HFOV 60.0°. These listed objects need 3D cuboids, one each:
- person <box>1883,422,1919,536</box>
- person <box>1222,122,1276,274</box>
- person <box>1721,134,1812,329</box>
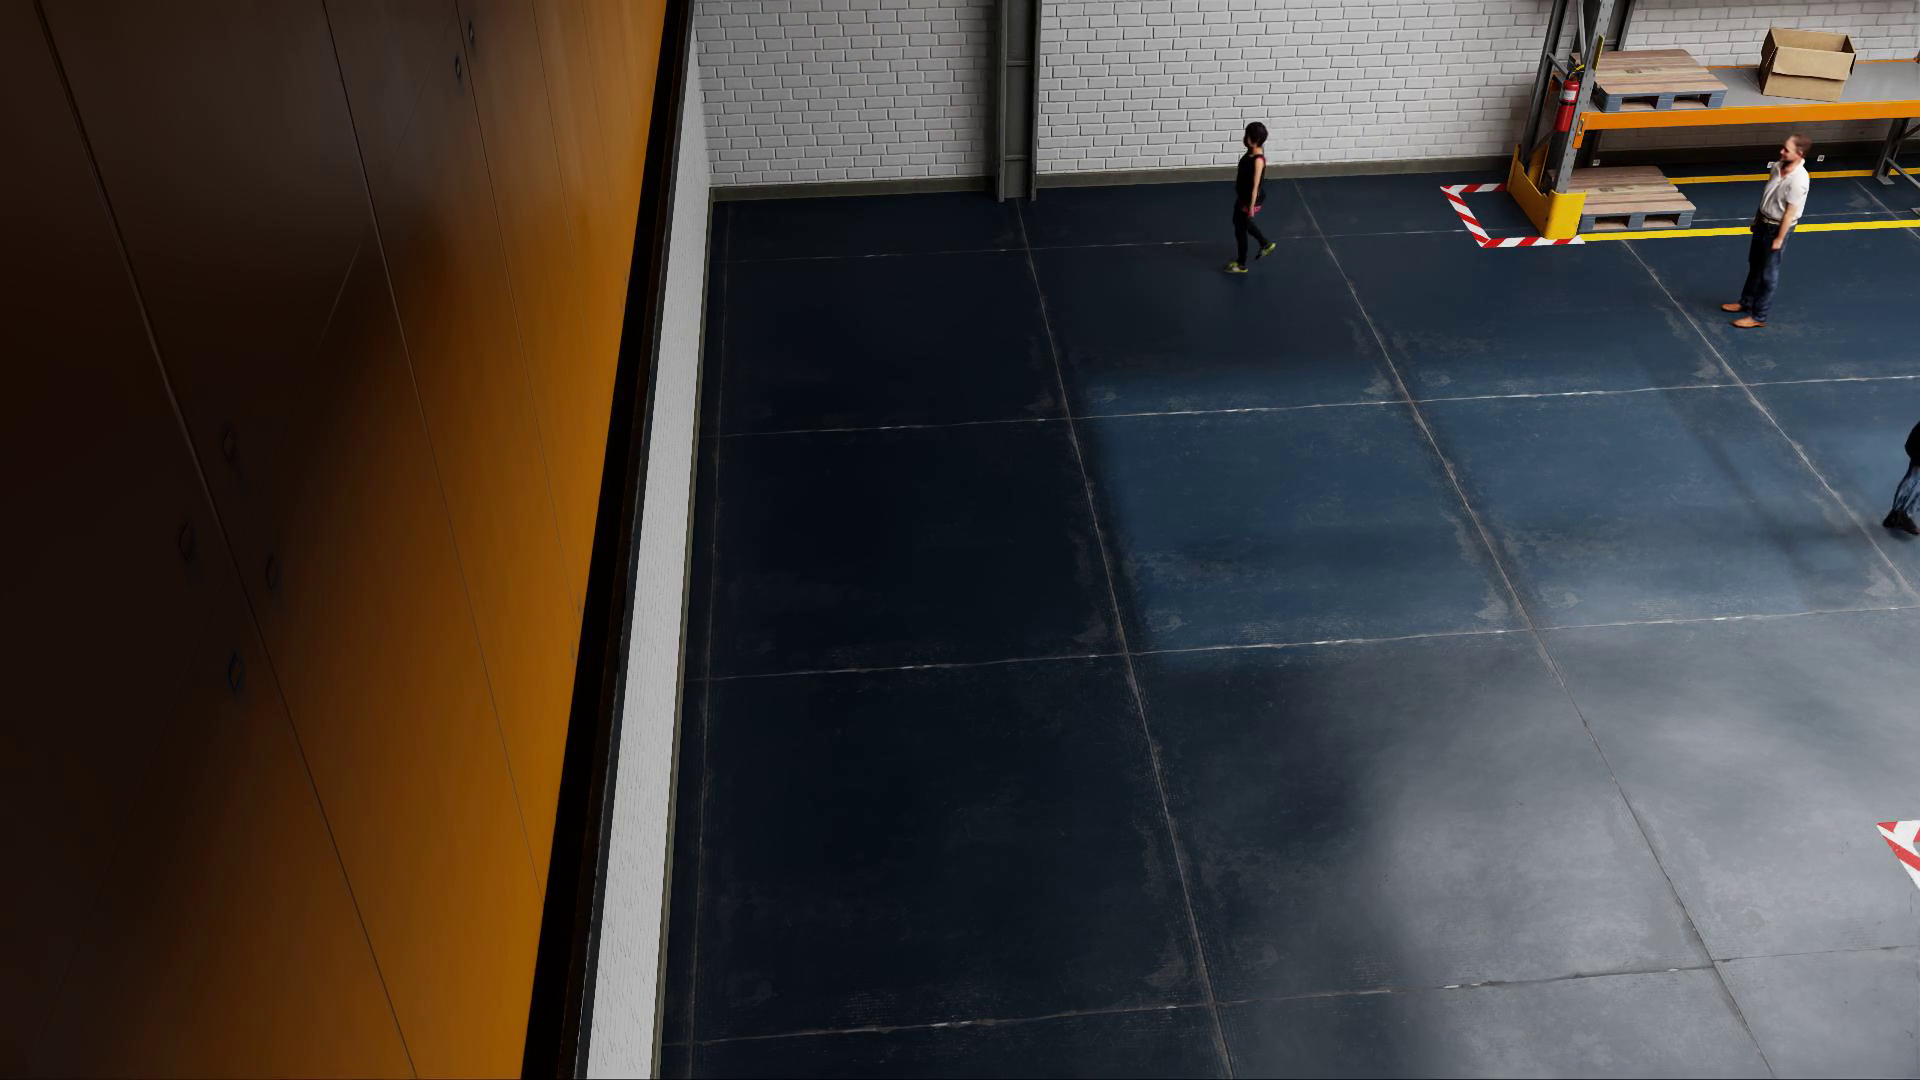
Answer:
[{"bbox_3d":[7.313,-0.734,12.589,0.586,1.628,0.617,-4,39,-5],"label":"person"},{"bbox_3d":[2.824,-3.254,15.814,0.759,1.539,0.614,3,39,3],"label":"person"},{"bbox_3d":[7.363,-2.802,15.001,0.570,1.848,0.659,-1,39,-1],"label":"person"}]
